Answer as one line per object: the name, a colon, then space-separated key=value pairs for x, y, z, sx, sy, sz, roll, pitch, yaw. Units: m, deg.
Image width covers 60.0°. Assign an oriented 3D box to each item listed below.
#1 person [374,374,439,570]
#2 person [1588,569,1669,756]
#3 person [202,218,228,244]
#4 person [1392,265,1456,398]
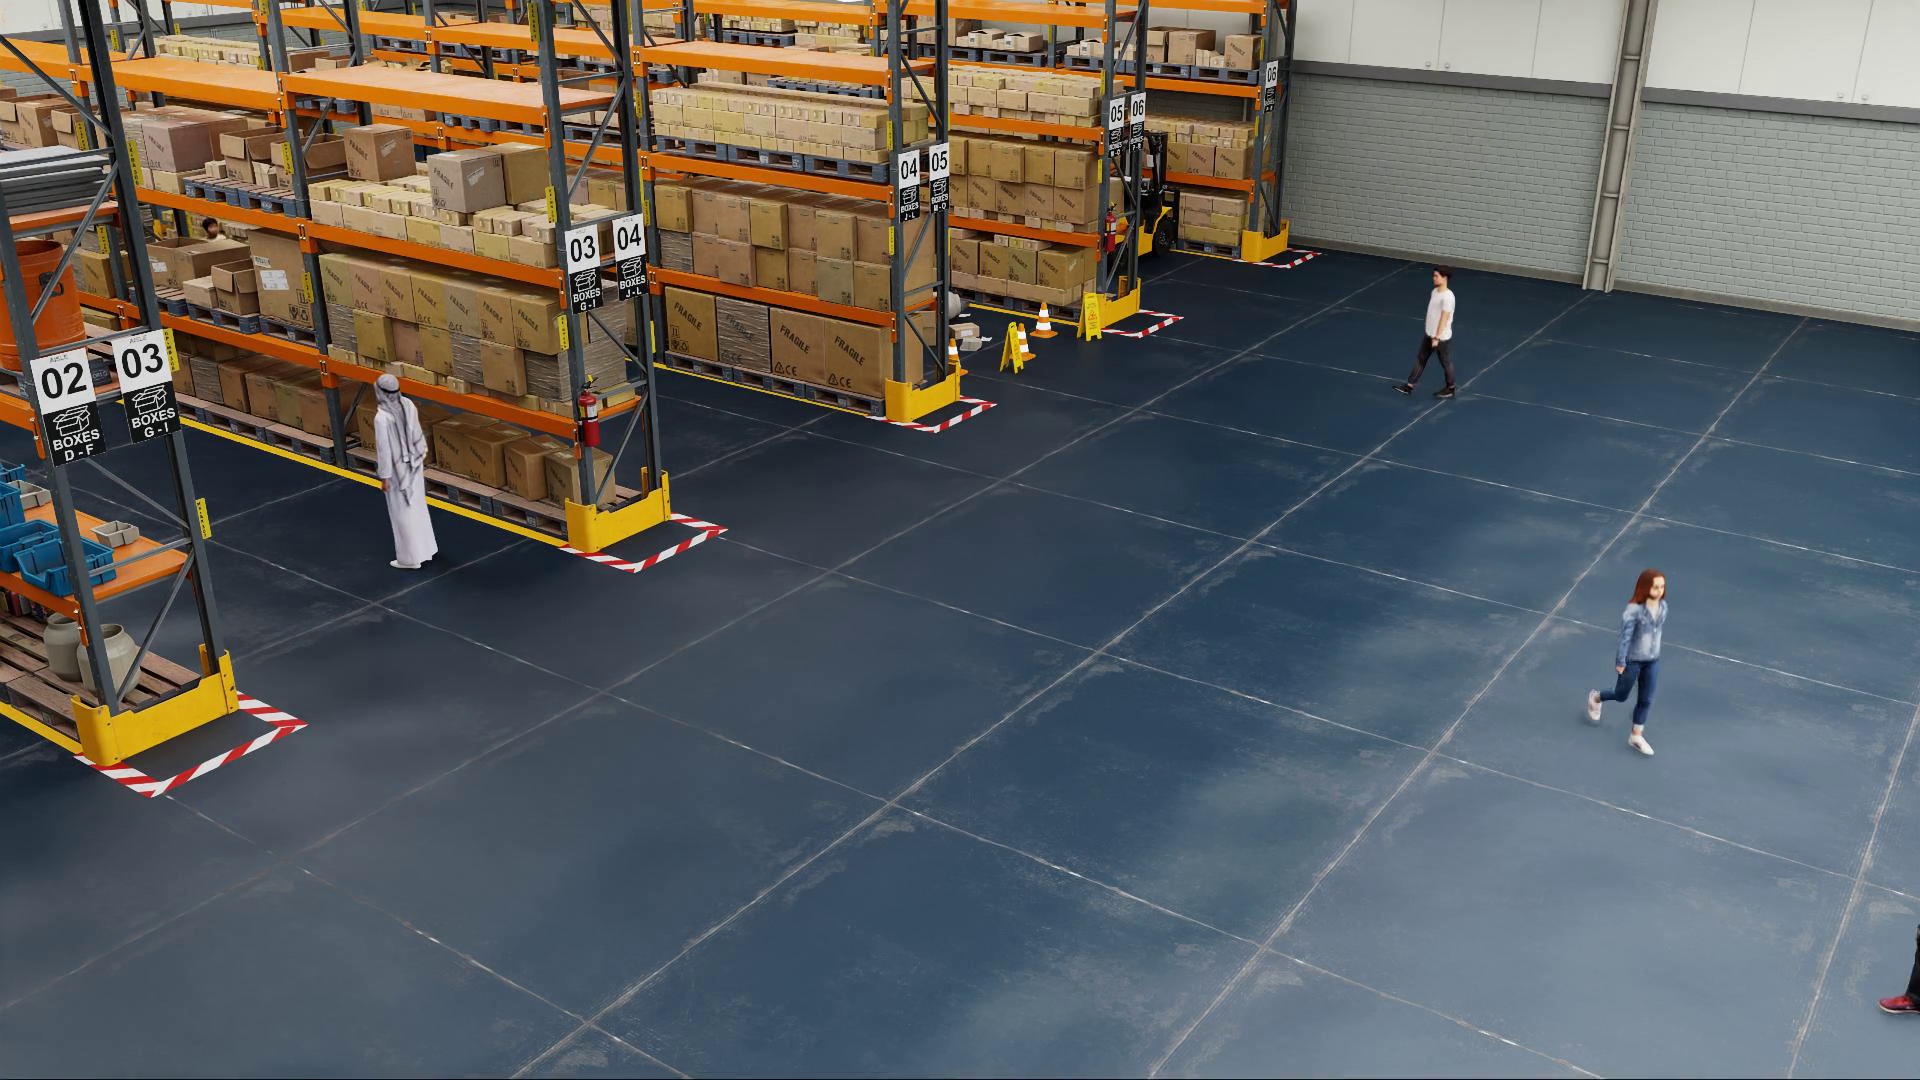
person: x=-5.322 y=-0.661 z=15.869 sx=0.714 sy=1.926 sz=0.755 roll=9 pitch=25 yaw=21
person: x=5.183 y=0.888 z=12.826 sx=0.863 sy=1.458 sz=0.997 roll=-8 pitch=24 yaw=-19
person: x=-10.620 y=-3.811 z=23.747 sx=0.978 sy=1.558 sz=0.701 roll=21 pitch=31 yaw=40
person: x=6.015 y=-2.557 z=20.638 sx=1.132 sy=1.682 sz=1.078 roll=-4 pitch=23 yaw=-10
